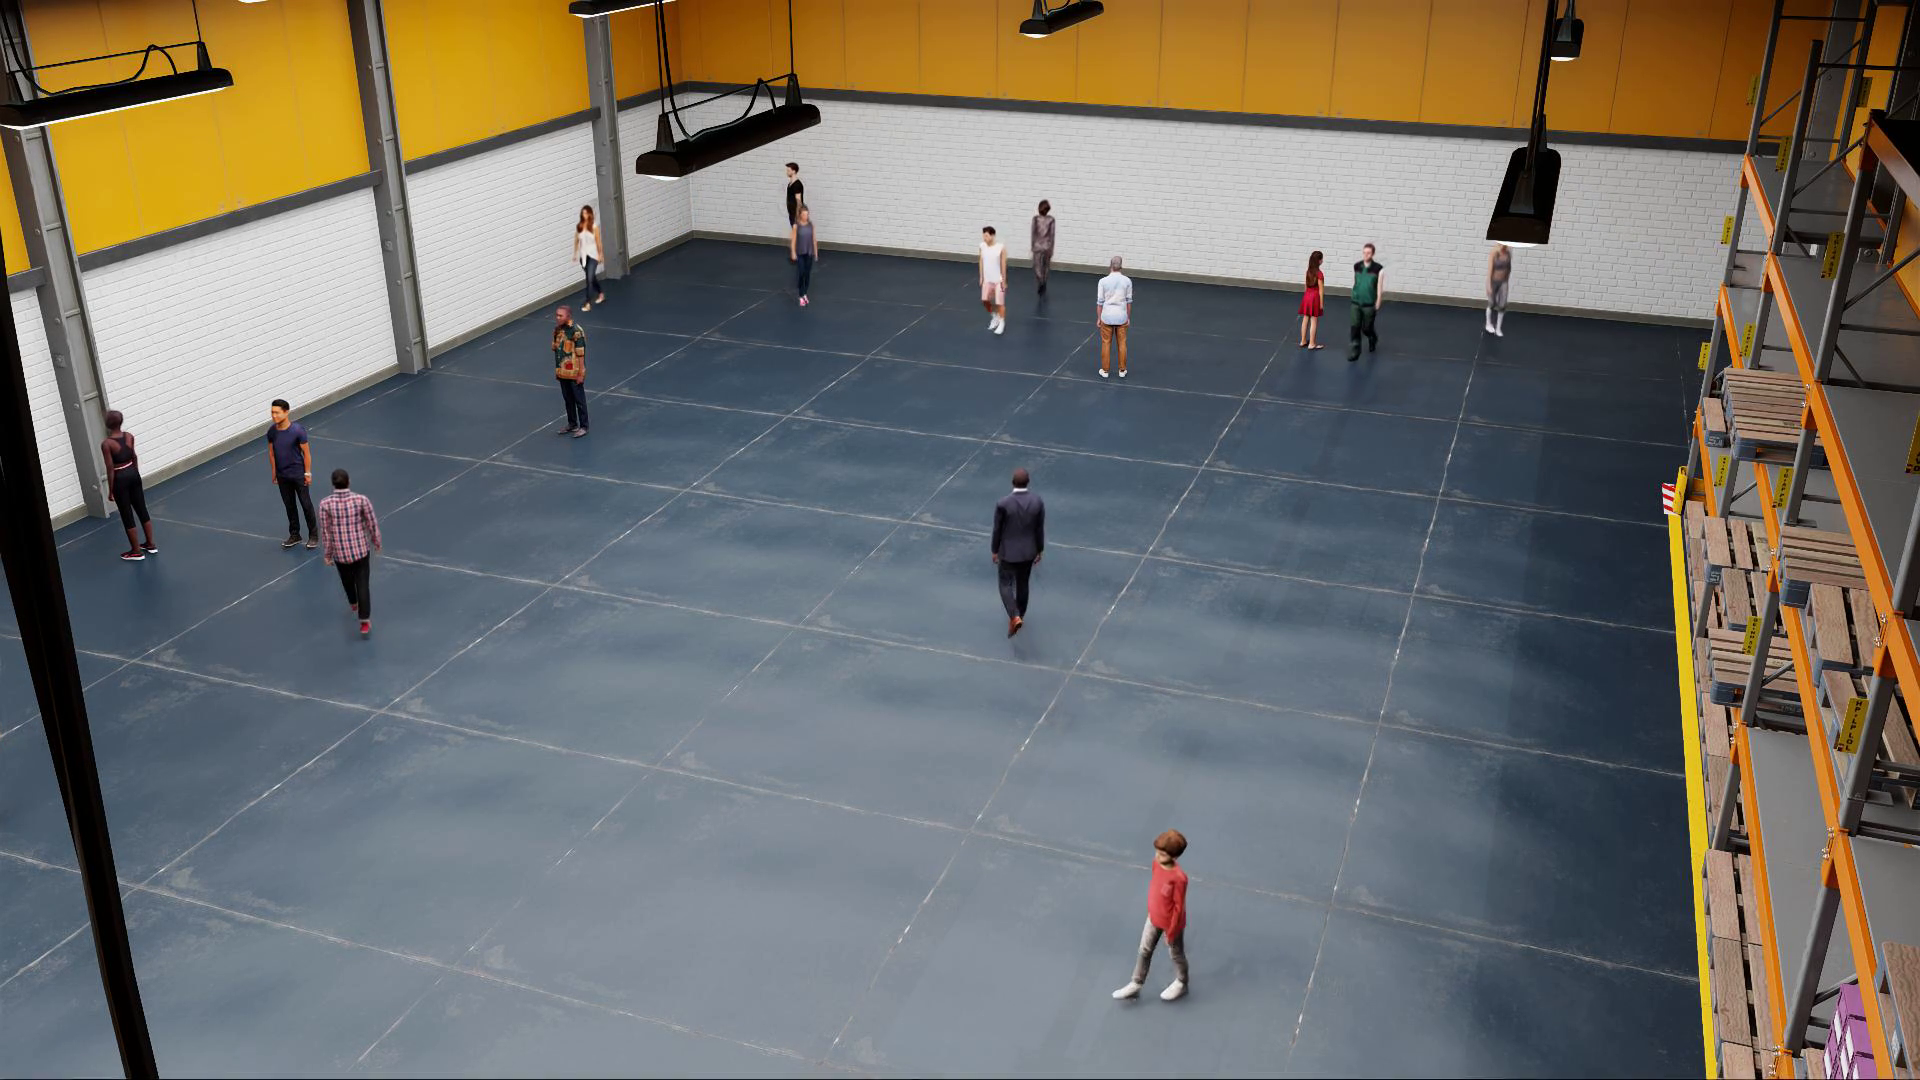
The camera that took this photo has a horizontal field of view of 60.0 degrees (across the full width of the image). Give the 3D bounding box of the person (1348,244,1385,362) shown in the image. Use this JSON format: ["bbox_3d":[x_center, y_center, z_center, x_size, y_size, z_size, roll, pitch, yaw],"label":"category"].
[{"bbox_3d":[6.269,-3.681,25.676,0.782,1.824,1.055,15,28,30],"label":"person"}]

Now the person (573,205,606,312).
[{"bbox_3d":[-6.290,-4.818,28.386,0.569,1.738,1.089,8,25,17],"label":"person"}]

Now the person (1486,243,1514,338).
[{"bbox_3d":[8.700,-4.136,26.927,0.788,1.656,0.914,-5,24,-12],"label":"person"}]

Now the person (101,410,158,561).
[{"bbox_3d":[-9.417,-0.636,18.798,0.637,1.754,0.467,9,25,20],"label":"person"}]

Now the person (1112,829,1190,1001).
[{"bbox_3d":[1.519,2.644,11.739,0.899,1.398,0.805,-14,27,-29],"label":"person"}]

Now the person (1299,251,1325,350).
[{"bbox_3d":[5.584,-3.811,26.313,0.738,1.553,0.678,-14,27,-30],"label":"person"}]

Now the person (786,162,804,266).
[{"bbox_3d":[-3.068,-6.123,31.173,0.825,1.896,0.724,-7,25,-15],"label":"person"}]

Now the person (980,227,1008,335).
[{"bbox_3d":[0.605,-4.254,27.068,0.766,1.760,0.758,13,27,27],"label":"person"}]

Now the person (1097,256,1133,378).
[{"bbox_3d":[2.309,-3.347,24.912,0.758,1.825,0.704,-1,24,-2],"label":"person"}]

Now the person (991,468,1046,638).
[{"bbox_3d":[0.593,0.157,16.922,0.949,1.803,1.056,-4,24,-10],"label":"person"}]

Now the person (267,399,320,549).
[{"bbox_3d":[-7.654,-0.776,19.071,0.687,1.793,0.598,3,24,7],"label":"person"}]

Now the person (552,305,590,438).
[{"bbox_3d":[-5.274,-2.308,22.558,0.762,1.808,0.740,15,28,30],"label":"person"}]

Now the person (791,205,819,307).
[{"bbox_3d":[-2.705,-4.931,28.674,0.785,1.713,0.841,-10,26,-22],"label":"person"}]

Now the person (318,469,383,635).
[{"bbox_3d":[-6.246,0.137,17.068,1.136,1.724,1.251,-7,25,-16],"label":"person"}]

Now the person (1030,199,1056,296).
[{"bbox_3d":[1.438,-5.065,28.997,0.774,1.701,0.987,0,24,0],"label":"person"}]
